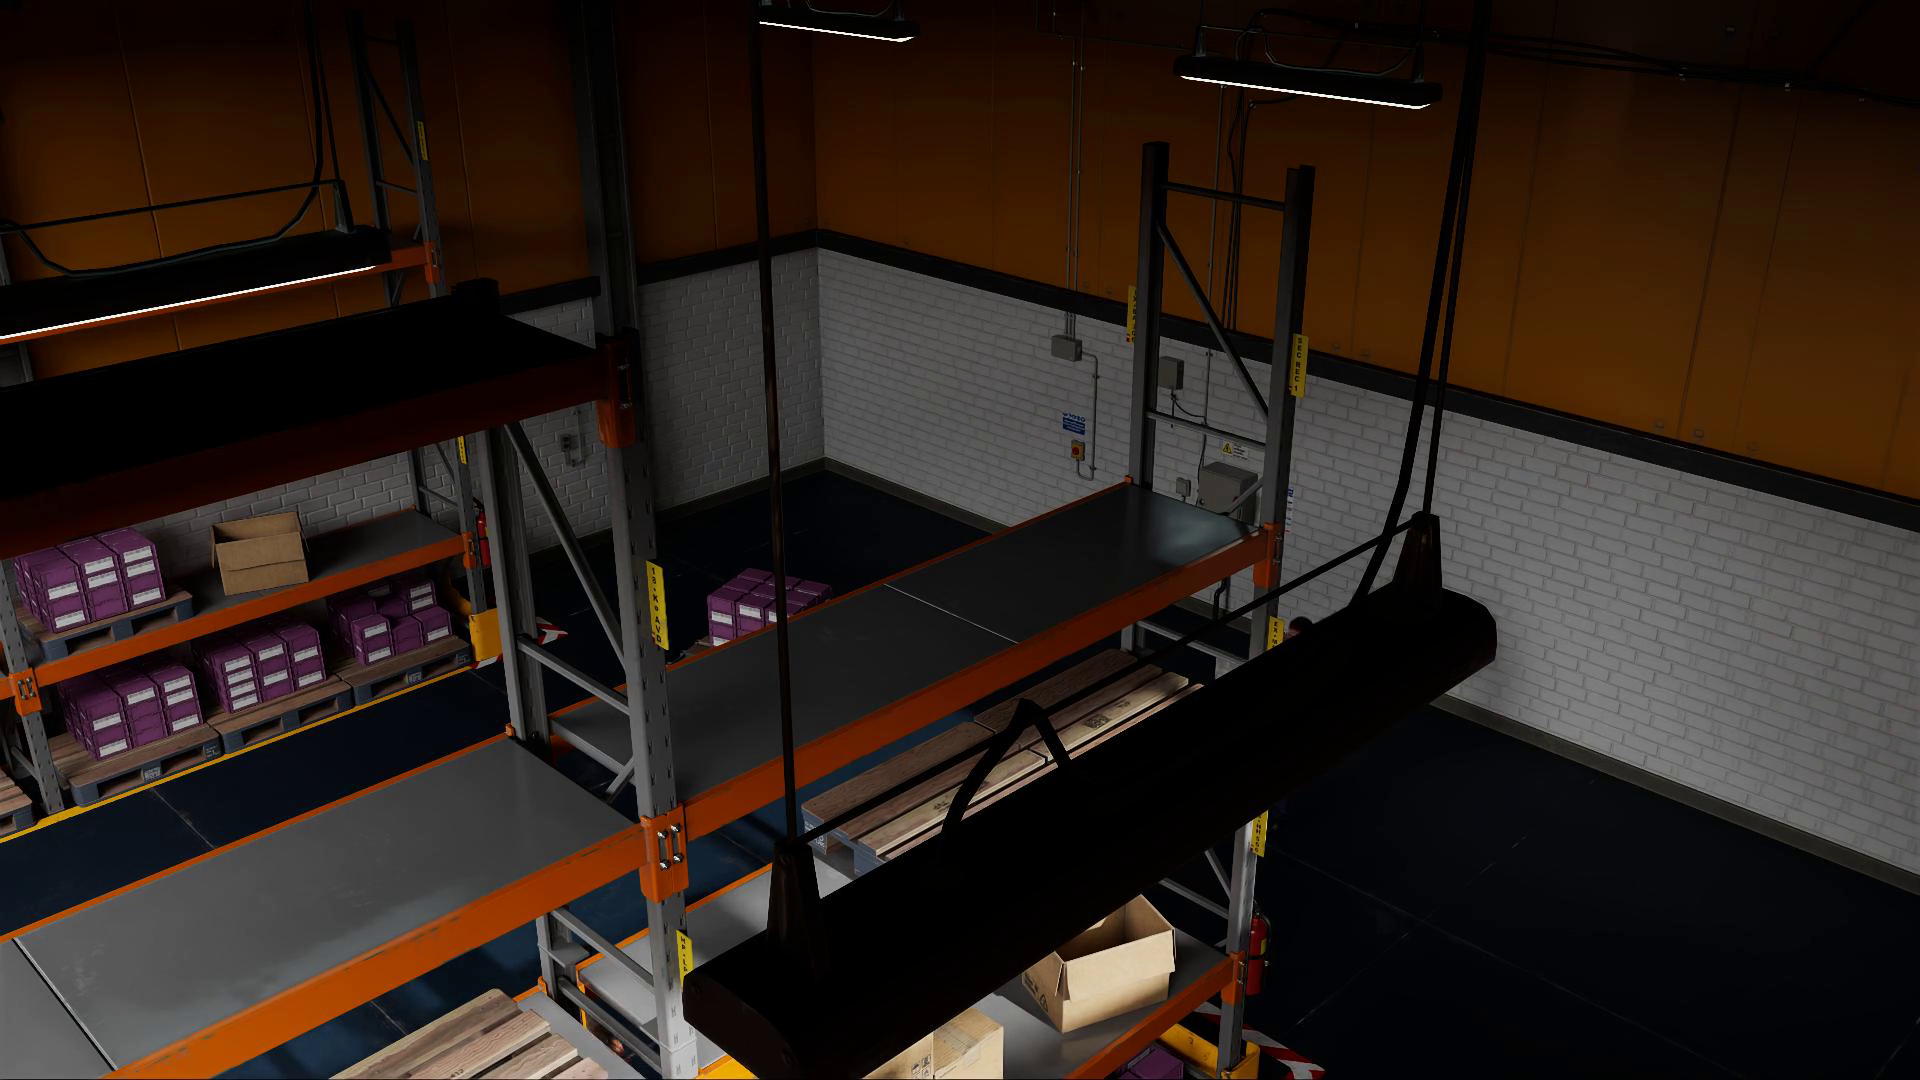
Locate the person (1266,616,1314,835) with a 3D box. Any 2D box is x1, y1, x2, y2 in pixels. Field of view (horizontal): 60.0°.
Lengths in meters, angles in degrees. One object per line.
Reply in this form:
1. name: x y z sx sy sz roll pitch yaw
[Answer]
1. person: 2.703 1.440 13.352 1.038 1.844 0.659 -20 31 -38
